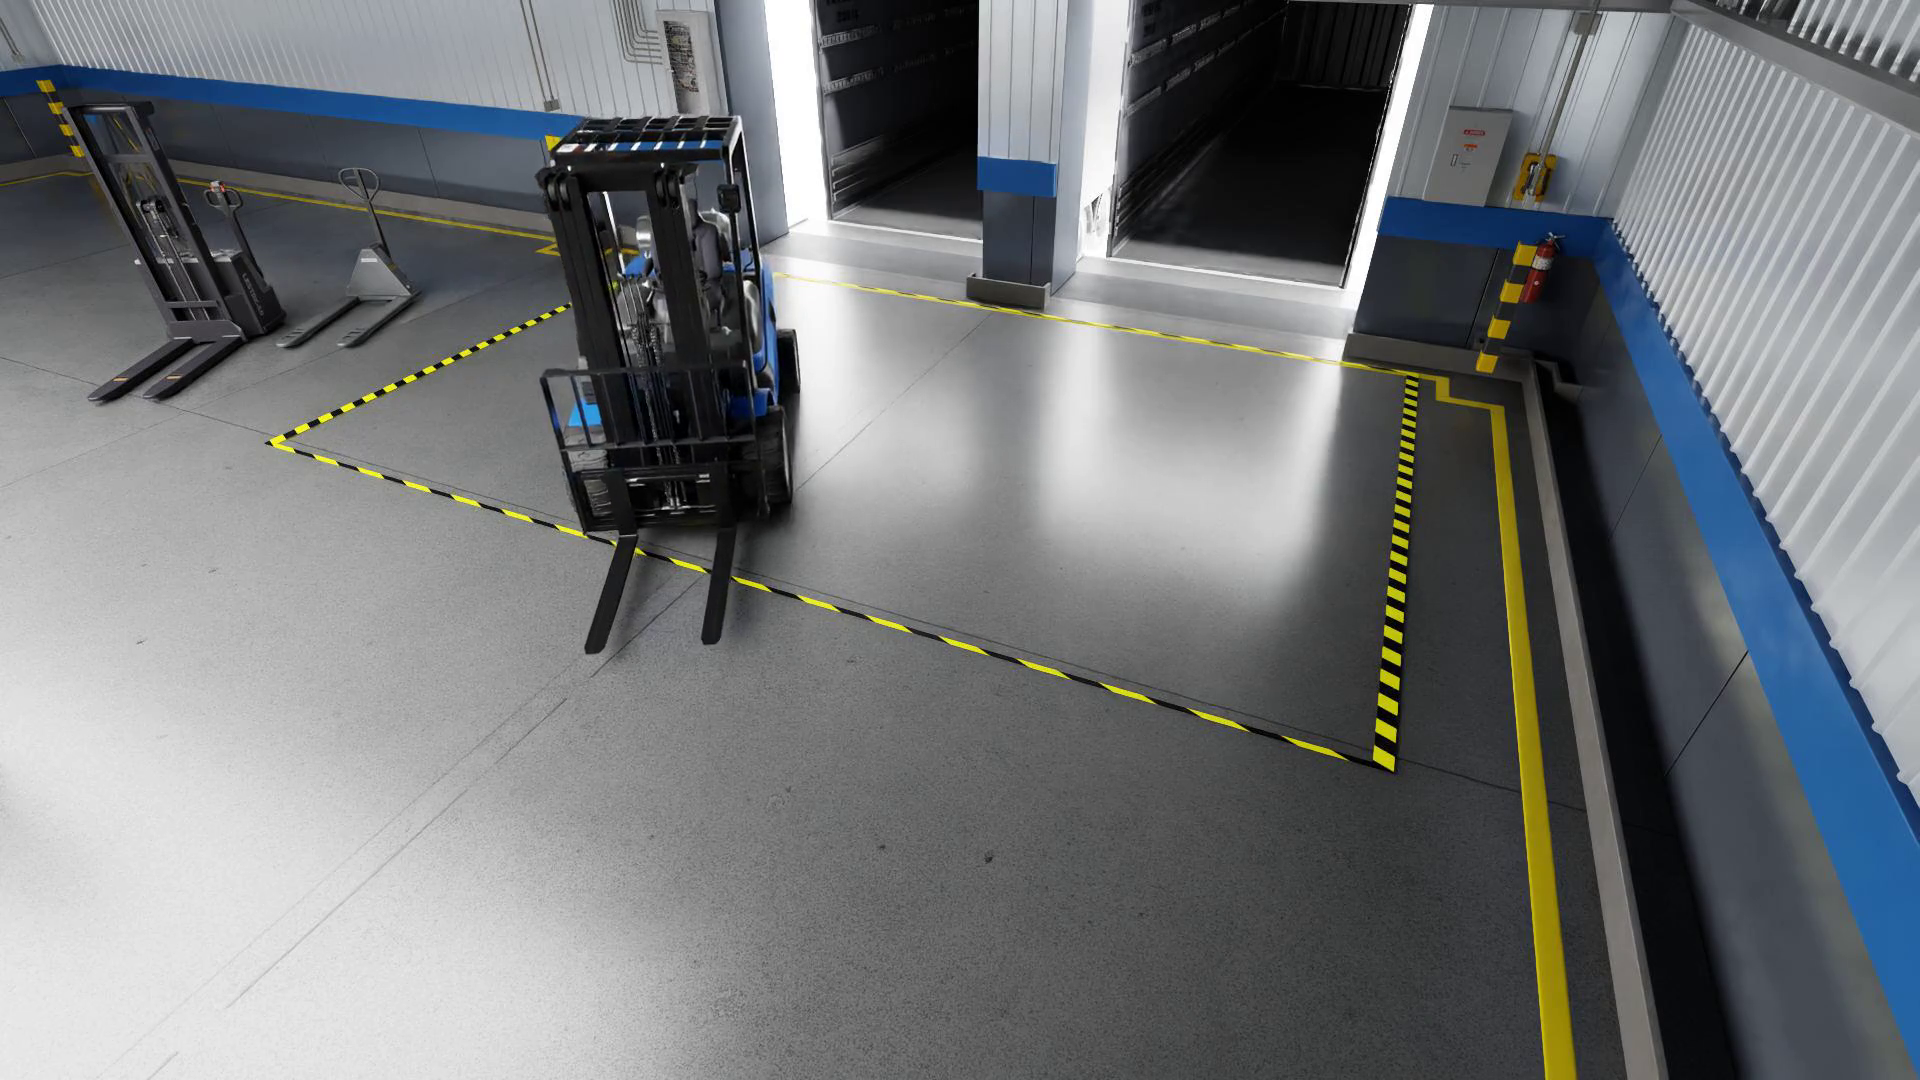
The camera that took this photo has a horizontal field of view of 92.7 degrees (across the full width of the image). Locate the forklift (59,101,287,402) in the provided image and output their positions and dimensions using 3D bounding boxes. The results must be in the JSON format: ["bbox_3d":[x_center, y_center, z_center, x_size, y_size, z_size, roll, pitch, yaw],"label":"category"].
[{"bbox_3d":[-6.686,-2.387,7.434,0.823,1.965,1.885,-3,35,-5],"label":"forklift"}]

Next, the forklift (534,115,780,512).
[{"bbox_3d":[-1.869,-1.637,6.051,1.157,2.036,2.680,-4,35,-6],"label":"forklift"}]

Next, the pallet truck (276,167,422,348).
[{"bbox_3d":[-5.732,-2.611,8.414,0.680,1.201,1.601,-1,35,-1],"label":"pallet truck"}]
